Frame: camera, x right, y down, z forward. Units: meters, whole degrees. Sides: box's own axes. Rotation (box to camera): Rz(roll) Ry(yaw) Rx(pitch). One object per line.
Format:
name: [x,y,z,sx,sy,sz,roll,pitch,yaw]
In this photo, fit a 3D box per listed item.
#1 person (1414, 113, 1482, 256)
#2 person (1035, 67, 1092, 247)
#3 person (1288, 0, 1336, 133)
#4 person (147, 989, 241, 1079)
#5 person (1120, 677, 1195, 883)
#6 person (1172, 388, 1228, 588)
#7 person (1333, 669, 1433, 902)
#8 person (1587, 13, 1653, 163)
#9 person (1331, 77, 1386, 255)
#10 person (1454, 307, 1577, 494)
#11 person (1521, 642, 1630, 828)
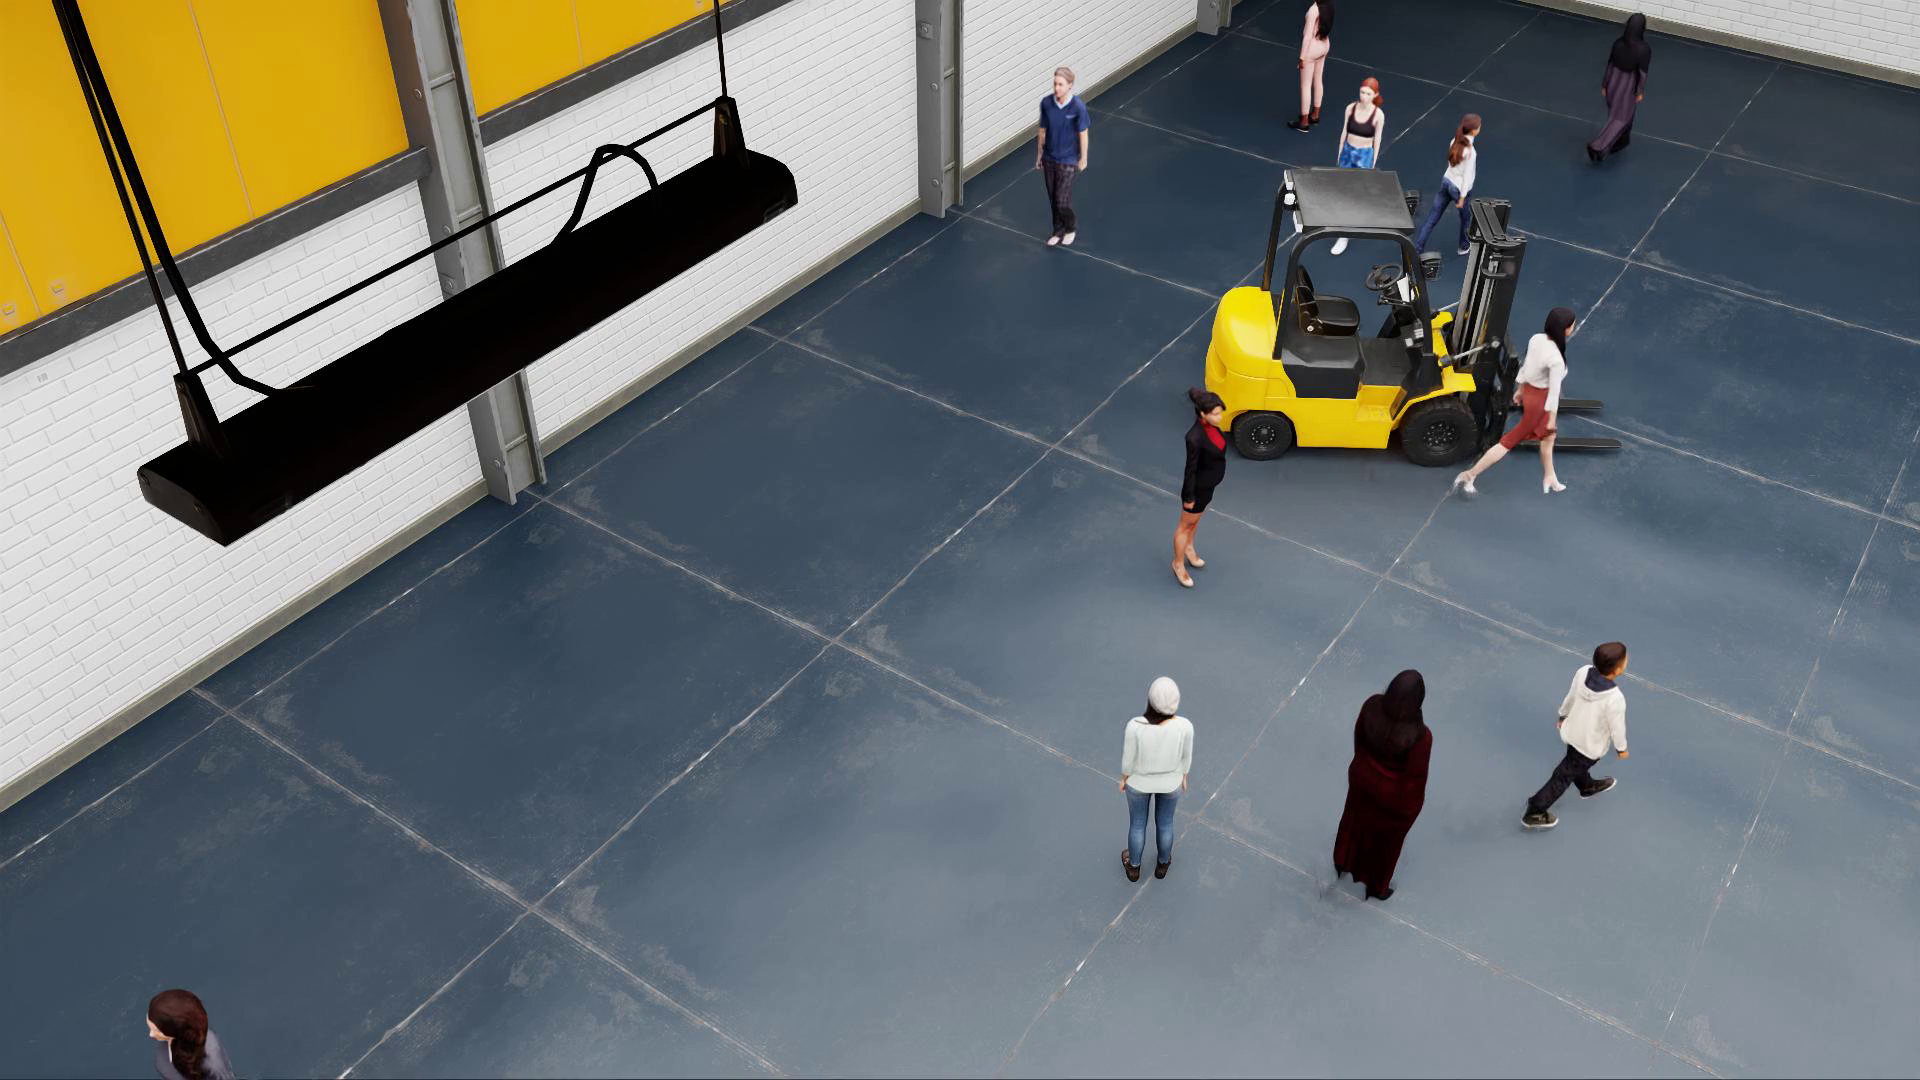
person: [4.720,-3.377,16.122,1.127,1.520,0.819,-20,43,-23]
person: [1.029,-3.778,16.353,0.679,1.857,0.656,21,43,24]
person: [3.955,-5.426,18.528,0.695,1.718,0.487,29,47,31]
person: [-3.640,2.736,8.274,0.614,1.761,0.617,23,44,26]
person: [1.172,1.433,9.998,0.643,1.645,0.679,-2,39,-2]
person: [1.764,-0.389,12.285,0.658,1.639,0.551,17,42,20]
person: [2.520,1.453,9.885,0.727,1.756,0.741,-25,45,-28]
person: [7.111,-4.853,17.913,1.118,1.592,0.821,-25,45,-28]
person: [3.926,-3.713,16.339,0.553,1.774,0.909,23,44,26]
person: [4.404,-1.009,13.013,1.143,1.700,1.151,-2,39,-2]
person: [3.839,1.258,10.399,1.041,1.418,0.955,-8,39,-10]
